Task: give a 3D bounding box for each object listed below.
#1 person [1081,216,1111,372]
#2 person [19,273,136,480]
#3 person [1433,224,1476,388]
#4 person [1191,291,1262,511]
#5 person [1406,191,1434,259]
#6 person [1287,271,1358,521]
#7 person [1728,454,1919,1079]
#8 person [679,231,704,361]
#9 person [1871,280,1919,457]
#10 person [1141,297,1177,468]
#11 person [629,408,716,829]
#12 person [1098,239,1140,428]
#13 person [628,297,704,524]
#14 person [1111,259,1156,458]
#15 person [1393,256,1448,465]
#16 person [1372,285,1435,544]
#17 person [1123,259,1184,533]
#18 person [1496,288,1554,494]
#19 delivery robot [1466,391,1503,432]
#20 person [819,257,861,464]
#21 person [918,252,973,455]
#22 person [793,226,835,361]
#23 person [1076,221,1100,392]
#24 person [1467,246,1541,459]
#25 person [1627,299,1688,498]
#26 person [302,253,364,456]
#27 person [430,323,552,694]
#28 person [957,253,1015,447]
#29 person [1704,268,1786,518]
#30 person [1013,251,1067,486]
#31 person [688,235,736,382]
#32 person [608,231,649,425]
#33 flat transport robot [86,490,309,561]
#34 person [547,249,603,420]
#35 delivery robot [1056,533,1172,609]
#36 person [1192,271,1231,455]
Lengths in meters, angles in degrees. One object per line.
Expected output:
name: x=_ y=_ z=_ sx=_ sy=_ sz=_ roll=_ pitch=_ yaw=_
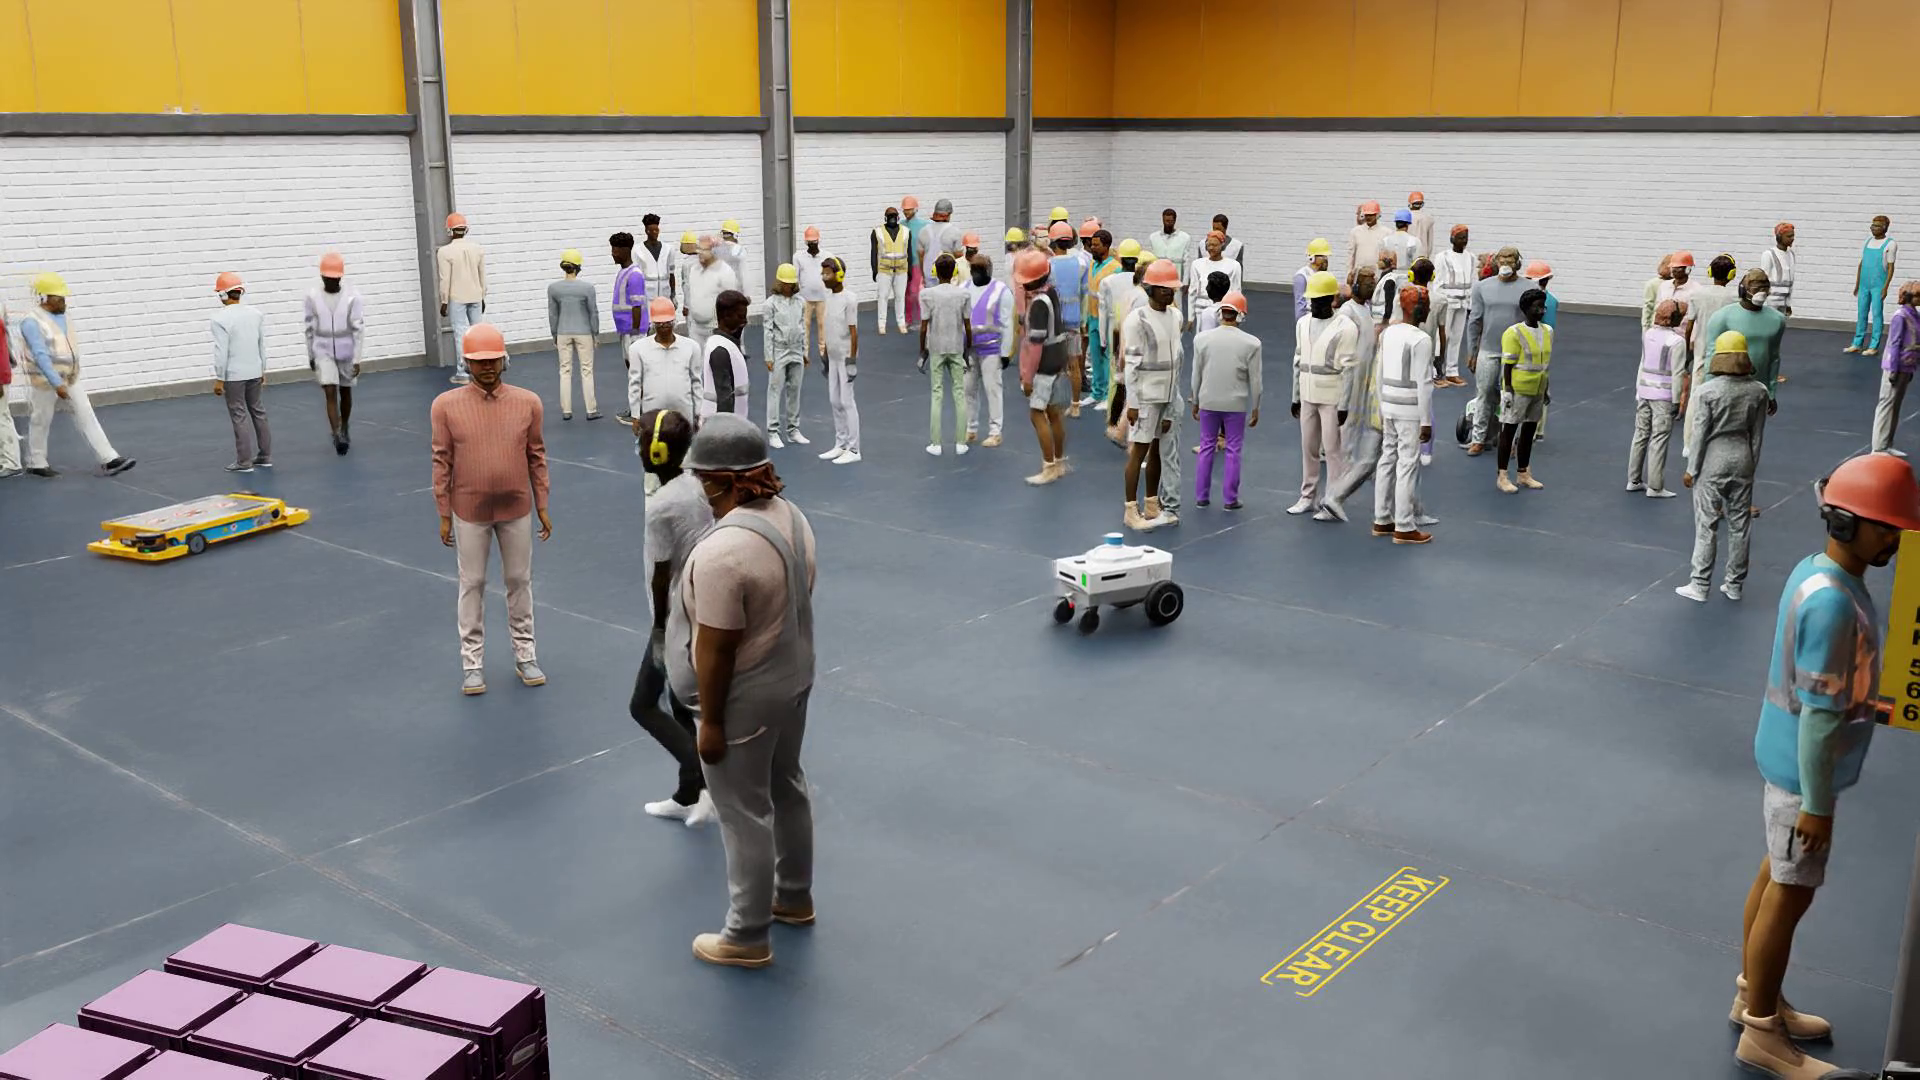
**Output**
person: x=1.632 y=-3.035 z=20.575 sx=0.403 sy=1.906 sz=0.652 roll=-6 pitch=15 yaw=-23
person: x=-7.639 y=-1.377 z=14.199 sx=0.954 sy=1.775 sz=0.591 roll=3 pitch=14 yaw=12
person: x=5.748 y=-2.721 z=19.365 sx=0.585 sy=1.882 sz=0.340 roll=-7 pitch=16 yaw=-27
person: x=2.111 y=-1.096 z=13.172 sx=0.576 sy=1.736 sz=0.355 roll=6 pitch=15 yaw=22
person: x=7.085 y=-4.438 z=25.999 sx=0.611 sy=1.996 sz=0.387 roll=-3 pitch=14 yaw=-12
person: x=2.785 y=-1.113 z=12.873 sx=0.397 sy=1.920 sz=0.586 roll=-10 pitch=17 yaw=-34
person: x=2.748 y=0.723 z=5.296 sx=0.403 sy=2.035 sz=0.609 roll=6 pitch=15 yaw=24
person: x=-3.275 y=-2.900 z=20.365 sx=0.295 sy=1.743 sz=0.492 roll=4 pitch=15 yaw=15
person: x=8.568 y=-1.546 z=15.161 sx=0.315 sy=1.640 sz=0.514 roll=13 pitch=19 yaw=42
person: x=1.744 y=-1.392 z=14.561 sx=0.264 sy=1.632 sz=0.507 roll=-3 pitch=14 yaw=-10
person: x=-1.190 y=0.354 z=7.138 sx=0.443 sy=1.856 sz=0.524 roll=5 pitch=15 yaw=21
person: x=1.645 y=-1.970 z=16.272 sx=0.588 sy=1.929 sz=0.367 roll=4 pitch=15 yaw=16
person: x=-2.221 y=-0.972 z=12.641 sx=0.575 sy=1.749 sz=0.334 roll=-4 pitch=15 yaw=-17
person: x=1.656 y=-1.653 z=15.218 sx=0.390 sy=1.818 sz=0.559 roll=-5 pitch=15 yaw=-20
person: x=4.081 y=-1.596 z=14.887 sx=0.534 sy=1.874 sz=0.311 roll=-1 pitch=14 yaw=-2
person: x=3.259 y=-0.914 z=12.146 sx=0.350 sy=1.882 sz=0.583 roll=-5 pitch=15 yaw=-20
person: x=1.485 y=-1.082 z=12.493 sx=0.392 sy=2.041 sz=0.615 roll=13 pitch=19 yaw=43
person: x=4.705 y=-1.239 z=13.825 sx=0.539 sy=1.696 sz=0.317 roll=-8 pitch=16 yaw=-28
delivery robot: x=5.157 y=-1.278 z=16.103 sx=0.477 sy=0.478 sz=0.707 roll=9 pitch=16 yaw=31
person: x=-1.095 y=-1.622 z=15.037 sx=0.341 sy=1.857 sz=0.521 roll=-10 pitch=17 yaw=-34
person: x=-0.134 y=-1.715 z=15.373 sx=0.514 sy=1.873 sz=0.329 roll=-2 pitch=14 yaw=-7
person: x=-1.864 y=-3.126 z=21.248 sx=0.567 sy=1.750 sz=0.341 roll=-1 pitch=14 yaw=-4
person: x=1.468 y=-2.668 z=19.044 sx=0.360 sy=1.939 sz=0.543 roll=1 pitch=14 yaw=2
person: x=4.959 y=-1.715 z=15.233 sx=0.635 sy=1.938 sz=0.359 roll=6 pitch=15 yaw=21
person: x=5.733 y=-1.158 z=13.639 sx=0.310 sy=1.631 sz=0.508 roll=-4 pitch=14 yaw=-14
person: x=-5.810 y=-1.734 z=15.484 sx=0.545 sy=1.855 sz=1.011 roll=-4 pitch=15 yaw=-17
person: x=-2.507 y=-0.170 z=8.945 sx=0.611 sy=1.996 sz=0.379 roll=-7 pitch=15 yaw=-25
person: x=0.205 y=-1.801 z=15.805 sx=0.632 sy=1.836 sz=0.429 roll=8 pitch=16 yaw=30
person: x=6.065 y=-1.133 z=12.911 sx=0.632 sy=1.940 sz=0.372 roll=-2 pitch=14 yaw=-10
person: x=0.710 y=-1.469 z=14.172 sx=0.420 sy=1.997 sz=0.789 roll=4 pitch=15 yaw=15
person: x=-2.623 y=-2.230 z=17.371 sx=0.669 sy=1.892 sz=0.426 roll=10 pitch=17 yaw=36
person: x=-3.370 y=-2.165 z=16.998 sx=0.376 sy=1.958 sz=0.603 roll=-6 pitch=15 yaw=-22
flat transport robot: x=-5.590 y=-0.123 z=12.255 sx=0.652 sy=0.197 sz=1.431 roll=6 pitch=15 yaw=24
person: x=-3.971 y=-2.111 z=17.169 sx=0.525 sy=1.769 sz=0.316 roll=1 pitch=14 yaw=3
delivery robot: x=0.944 y=0.201 z=10.195 sx=0.707 sy=0.478 sz=0.477 roll=-8 pitch=16 yaw=-29
person: x=2.371 y=-1.639 z=15.423 sx=0.318 sy=1.697 sz=0.534 roll=10 pitch=17 yaw=34
